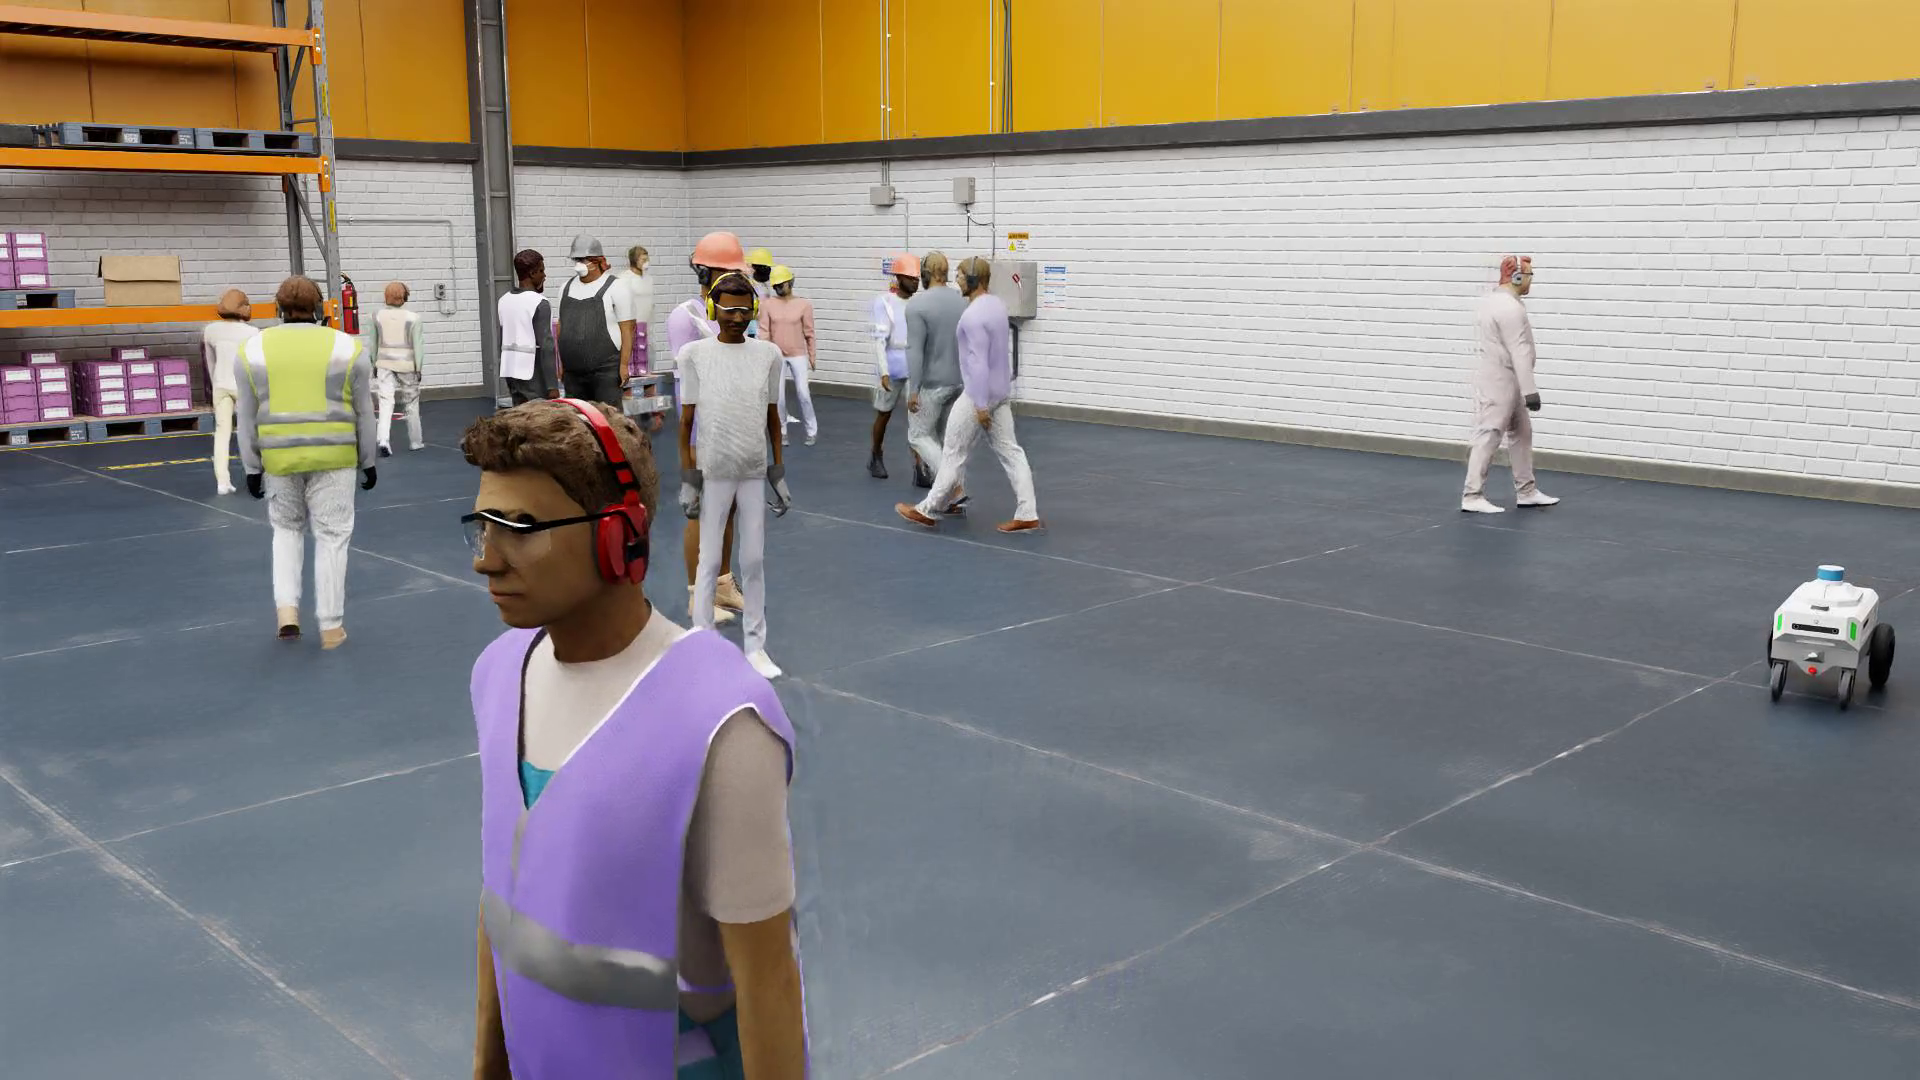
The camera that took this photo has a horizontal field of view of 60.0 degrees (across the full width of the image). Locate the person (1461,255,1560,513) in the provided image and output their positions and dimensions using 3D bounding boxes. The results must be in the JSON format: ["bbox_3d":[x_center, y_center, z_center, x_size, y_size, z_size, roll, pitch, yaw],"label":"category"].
[{"bbox_3d":[4.078,-1.112,12.071,0.845,1.879,0.647,2,11,10],"label":"person"}]

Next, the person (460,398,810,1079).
[{"bbox_3d":[-0.427,0.733,2.112,0.450,1.828,0.602,-10,14,-42],"label":"person"}]

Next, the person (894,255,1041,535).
[{"bbox_3d":[0.091,-0.968,11.255,1.029,1.883,0.634,4,11,22],"label":"person"}]

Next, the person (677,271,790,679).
[{"bbox_3d":[-1.023,-0.277,7.543,0.511,1.865,0.329,-5,11,-24],"label":"person"}]

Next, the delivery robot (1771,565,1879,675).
[{"bbox_3d":[3.854,0.357,7.396,0.477,0.478,0.707,7,12,34],"label":"delivery robot"}]

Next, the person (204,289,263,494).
[{"bbox_3d":[-5.719,-1.185,13.223,0.520,1.588,0.843,1,10,6],"label":"person"}]

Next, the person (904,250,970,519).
[{"bbox_3d":[-0.134,-1.085,11.809,0.475,1.915,0.686,10,14,43],"label":"person"}]

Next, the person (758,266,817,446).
[{"bbox_3d":[-1.655,-1.758,15.974,0.542,1.731,0.456,2,11,9],"label":"person"}]

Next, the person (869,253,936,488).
[{"bbox_3d":[-0.486,-1.393,13.608,0.552,1.889,1.032,-5,12,-25],"label":"person"}]

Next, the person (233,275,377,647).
[{"bbox_3d":[-3.195,-0.378,8.192,0.623,1.829,0.446,-2,11,-11],"label":"person"}]

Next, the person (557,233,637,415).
[{"bbox_3d":[-2.967,-1.435,13.368,0.684,2.000,0.535,4,11,20],"label":"person"}]

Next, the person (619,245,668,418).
[{"bbox_3d":[-3.637,-2.315,18.518,0.755,1.919,0.639,3,11,18],"label":"person"}]

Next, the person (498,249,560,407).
[{"bbox_3d":[-3.186,-1.184,12.335,0.597,1.918,0.383,9,14,41],"label":"person"}]

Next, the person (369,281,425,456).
[{"bbox_3d":[-5.219,-1.585,15.385,0.519,1.605,0.826,-1,10,-4],"label":"person"}]

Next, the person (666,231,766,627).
[{"bbox_3d":[-1.255,-0.581,8.710,0.375,2.042,0.608,5,11,24],"label":"person"}]

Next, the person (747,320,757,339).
[{"bbox_3d":[-2.310,-1.856,16.730,0.544,1.654,0.864,-2,11,-9],"label":"person"}]

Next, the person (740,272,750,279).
[{"bbox_3d":[-2.519,-2.297,19.262,0.498,1.602,0.608,-9,14,-41],"label":"person"}]

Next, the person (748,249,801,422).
[{"bbox_3d":[-2.226,-2.202,18.046,0.958,1.897,0.588,5,11,24],"label":"person"}]
